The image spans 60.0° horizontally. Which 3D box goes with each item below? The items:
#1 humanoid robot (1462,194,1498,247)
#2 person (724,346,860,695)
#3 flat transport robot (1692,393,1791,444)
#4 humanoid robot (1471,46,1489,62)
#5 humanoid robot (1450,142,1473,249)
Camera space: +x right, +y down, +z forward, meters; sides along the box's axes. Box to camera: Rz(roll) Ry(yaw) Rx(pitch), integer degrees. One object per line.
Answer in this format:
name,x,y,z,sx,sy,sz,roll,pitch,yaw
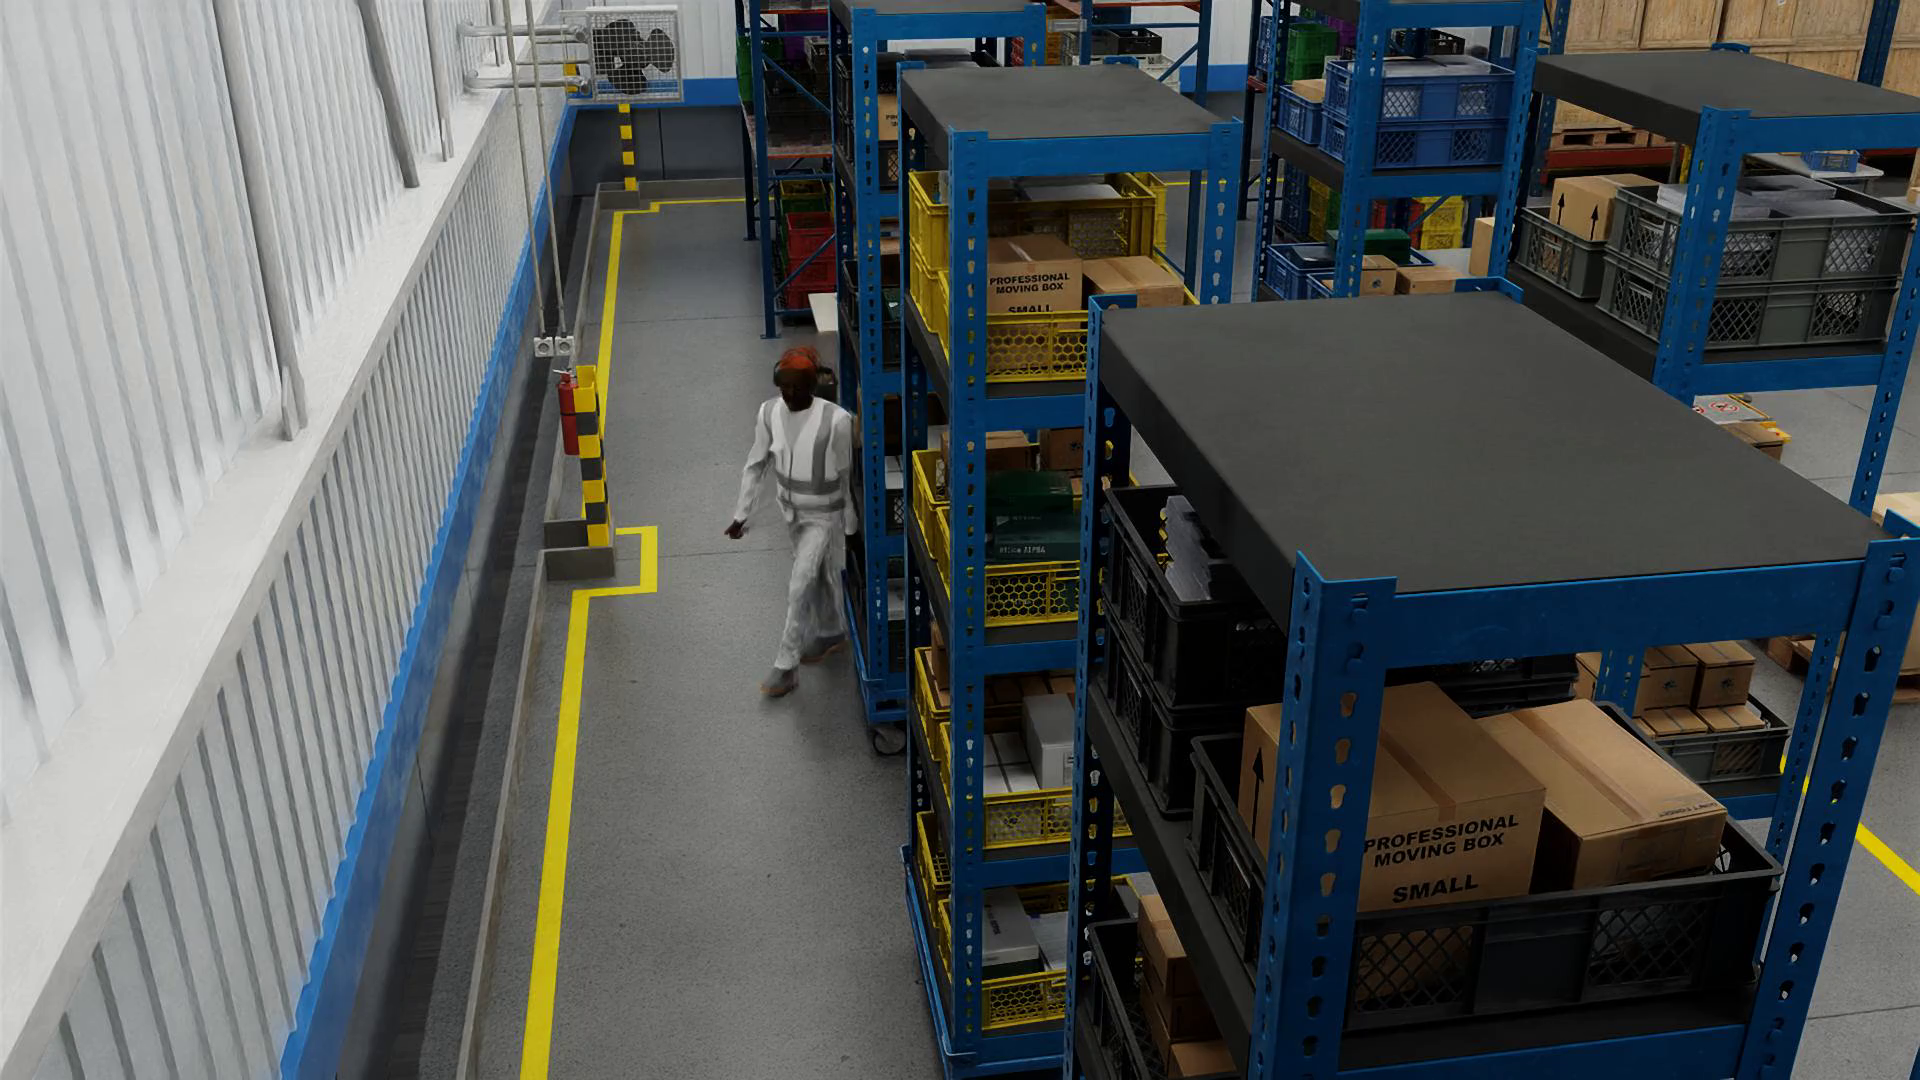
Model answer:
humanoid robot,5.087,-3.438,16.098,0.342,1.651,0.623,-8,26,-17
person,-0.828,-0.113,8.631,0.627,1.846,0.778,20,32,37
flat transport robot,5.224,-0.859,12.132,1.431,0.197,0.652,-4,25,-8
humanoid robot,5.869,-4.813,19.090,0.342,1.642,0.650,-8,26,-17
humanoid robot,5.087,-3.630,16.503,0.587,1.651,0.378,-17,30,-33
